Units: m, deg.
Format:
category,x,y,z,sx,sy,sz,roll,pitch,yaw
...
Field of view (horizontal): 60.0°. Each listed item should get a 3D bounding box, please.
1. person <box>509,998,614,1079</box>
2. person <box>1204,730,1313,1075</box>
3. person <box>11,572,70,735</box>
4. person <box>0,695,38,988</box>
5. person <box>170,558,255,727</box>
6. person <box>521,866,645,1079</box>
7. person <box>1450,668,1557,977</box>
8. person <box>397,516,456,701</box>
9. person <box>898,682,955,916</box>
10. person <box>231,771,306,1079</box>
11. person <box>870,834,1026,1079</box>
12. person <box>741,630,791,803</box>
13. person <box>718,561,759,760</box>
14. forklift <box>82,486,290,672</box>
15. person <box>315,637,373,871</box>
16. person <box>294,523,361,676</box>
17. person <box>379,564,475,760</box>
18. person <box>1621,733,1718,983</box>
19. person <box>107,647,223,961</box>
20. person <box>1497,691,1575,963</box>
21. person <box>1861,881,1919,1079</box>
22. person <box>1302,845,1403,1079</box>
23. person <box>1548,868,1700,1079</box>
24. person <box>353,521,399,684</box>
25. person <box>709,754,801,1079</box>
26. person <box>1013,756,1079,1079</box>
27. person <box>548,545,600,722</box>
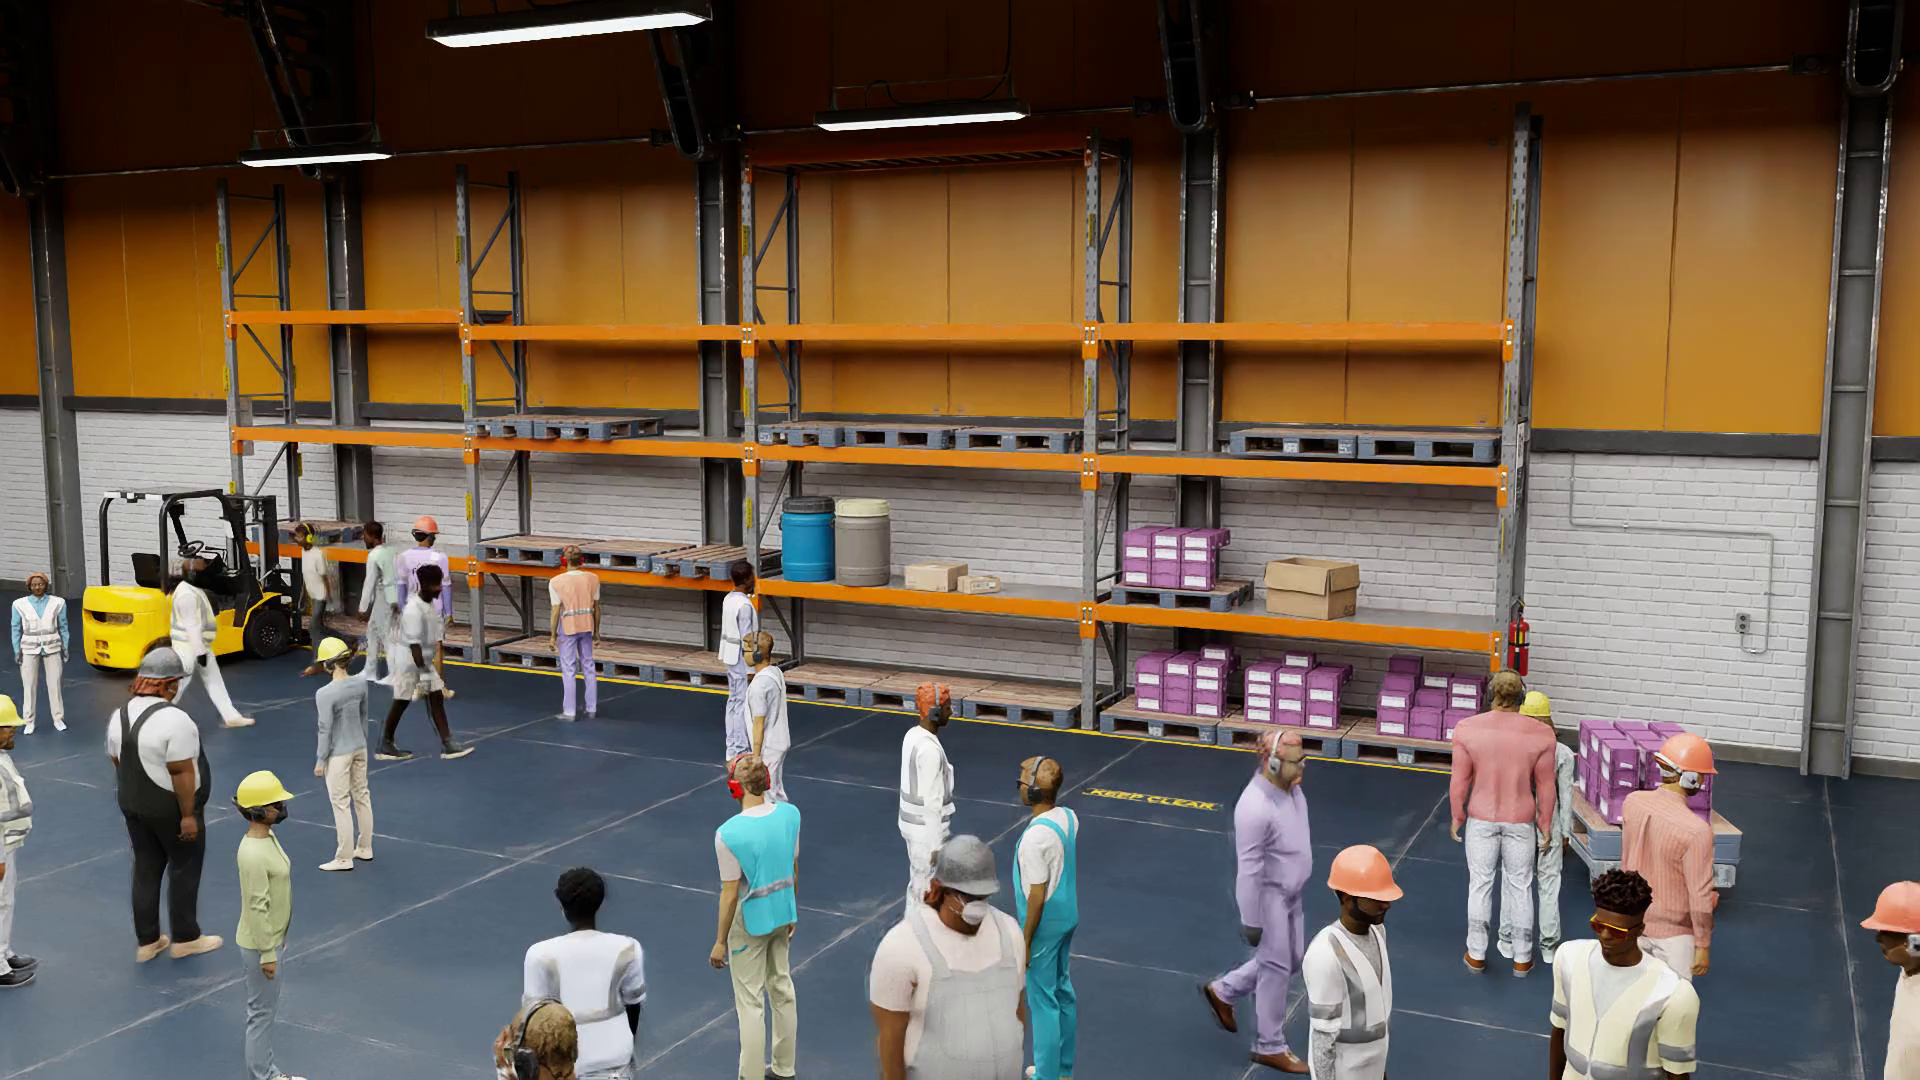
category,x,y,z,sx,sy,sz,roll,pitch,yaw
person,-1.273,2.394,5.262,0.386,1.928,0.636,3,8,26
person,1.646,1.944,9.098,0.596,1.889,0.671,4,8,30
person,-9.295,1.133,16.831,0.513,1.641,0.309,-5,8,-33
person,-5.918,1.848,10.221,0.403,1.817,0.601,-4,8,-28
person,-7.730,1.069,16.783,0.982,1.792,0.645,-2,7,-17
person,-1.666,2.271,7.371,0.539,1.638,0.824,-2,7,-16
person,3.389,1.762,10.416,0.633,1.938,0.356,2,7,16
person,-5.860,0.756,18.312,0.615,2.038,0.395,1,7,11
person,-0.197,1.807,10.297,0.360,1.880,0.575,-1,7,-11
person,-3.578,2.065,8.605,0.301,1.772,0.525,-2,7,-18
person,-0.012,2.157,6.734,0.698,2.000,0.645,-4,8,-29
person,-1.446,1.578,12.375,0.349,1.837,0.502,1,7,8
person,-2.046,1.152,15.543,0.382,1.917,0.596,-3,8,-25
forklift,-9.426,0.454,20.179,1.214,2.155,2.313,3,8,26
person,-4.648,1.601,12.493,0.322,1.761,0.522,2,7,19
person,-7.546,0.680,19.813,0.735,1.835,0.531,-6,9,-39
person,-5.045,1.158,15.607,1.010,1.884,0.614,1,7,4
person,3.651,1.967,8.576,0.411,1.980,0.629,-2,7,-17
person,-5.092,1.680,10.679,0.703,2.000,0.535,4,8,27
person,3.670,1.833,10.679,0.483,1.737,0.320,2,7,17
person,3.806,2.266,6.337,1.023,1.941,0.639,3,7,21
person,1.624,2.195,6.844,0.359,1.938,0.547,5,9,36
person,2.560,2.227,6.509,0.373,1.959,0.605,-5,9,-36
person,-6.782,0.732,19.122,0.772,1.893,0.609,0,7,-2
person,-1.051,2.023,8.674,0.389,1.836,0.563,5,9,38
person,0.433,2.024,8.635,0.343,1.847,0.507,3,8,27
person,-3.998,0.973,17.315,0.570,1.843,0.373,-6,9,-41
